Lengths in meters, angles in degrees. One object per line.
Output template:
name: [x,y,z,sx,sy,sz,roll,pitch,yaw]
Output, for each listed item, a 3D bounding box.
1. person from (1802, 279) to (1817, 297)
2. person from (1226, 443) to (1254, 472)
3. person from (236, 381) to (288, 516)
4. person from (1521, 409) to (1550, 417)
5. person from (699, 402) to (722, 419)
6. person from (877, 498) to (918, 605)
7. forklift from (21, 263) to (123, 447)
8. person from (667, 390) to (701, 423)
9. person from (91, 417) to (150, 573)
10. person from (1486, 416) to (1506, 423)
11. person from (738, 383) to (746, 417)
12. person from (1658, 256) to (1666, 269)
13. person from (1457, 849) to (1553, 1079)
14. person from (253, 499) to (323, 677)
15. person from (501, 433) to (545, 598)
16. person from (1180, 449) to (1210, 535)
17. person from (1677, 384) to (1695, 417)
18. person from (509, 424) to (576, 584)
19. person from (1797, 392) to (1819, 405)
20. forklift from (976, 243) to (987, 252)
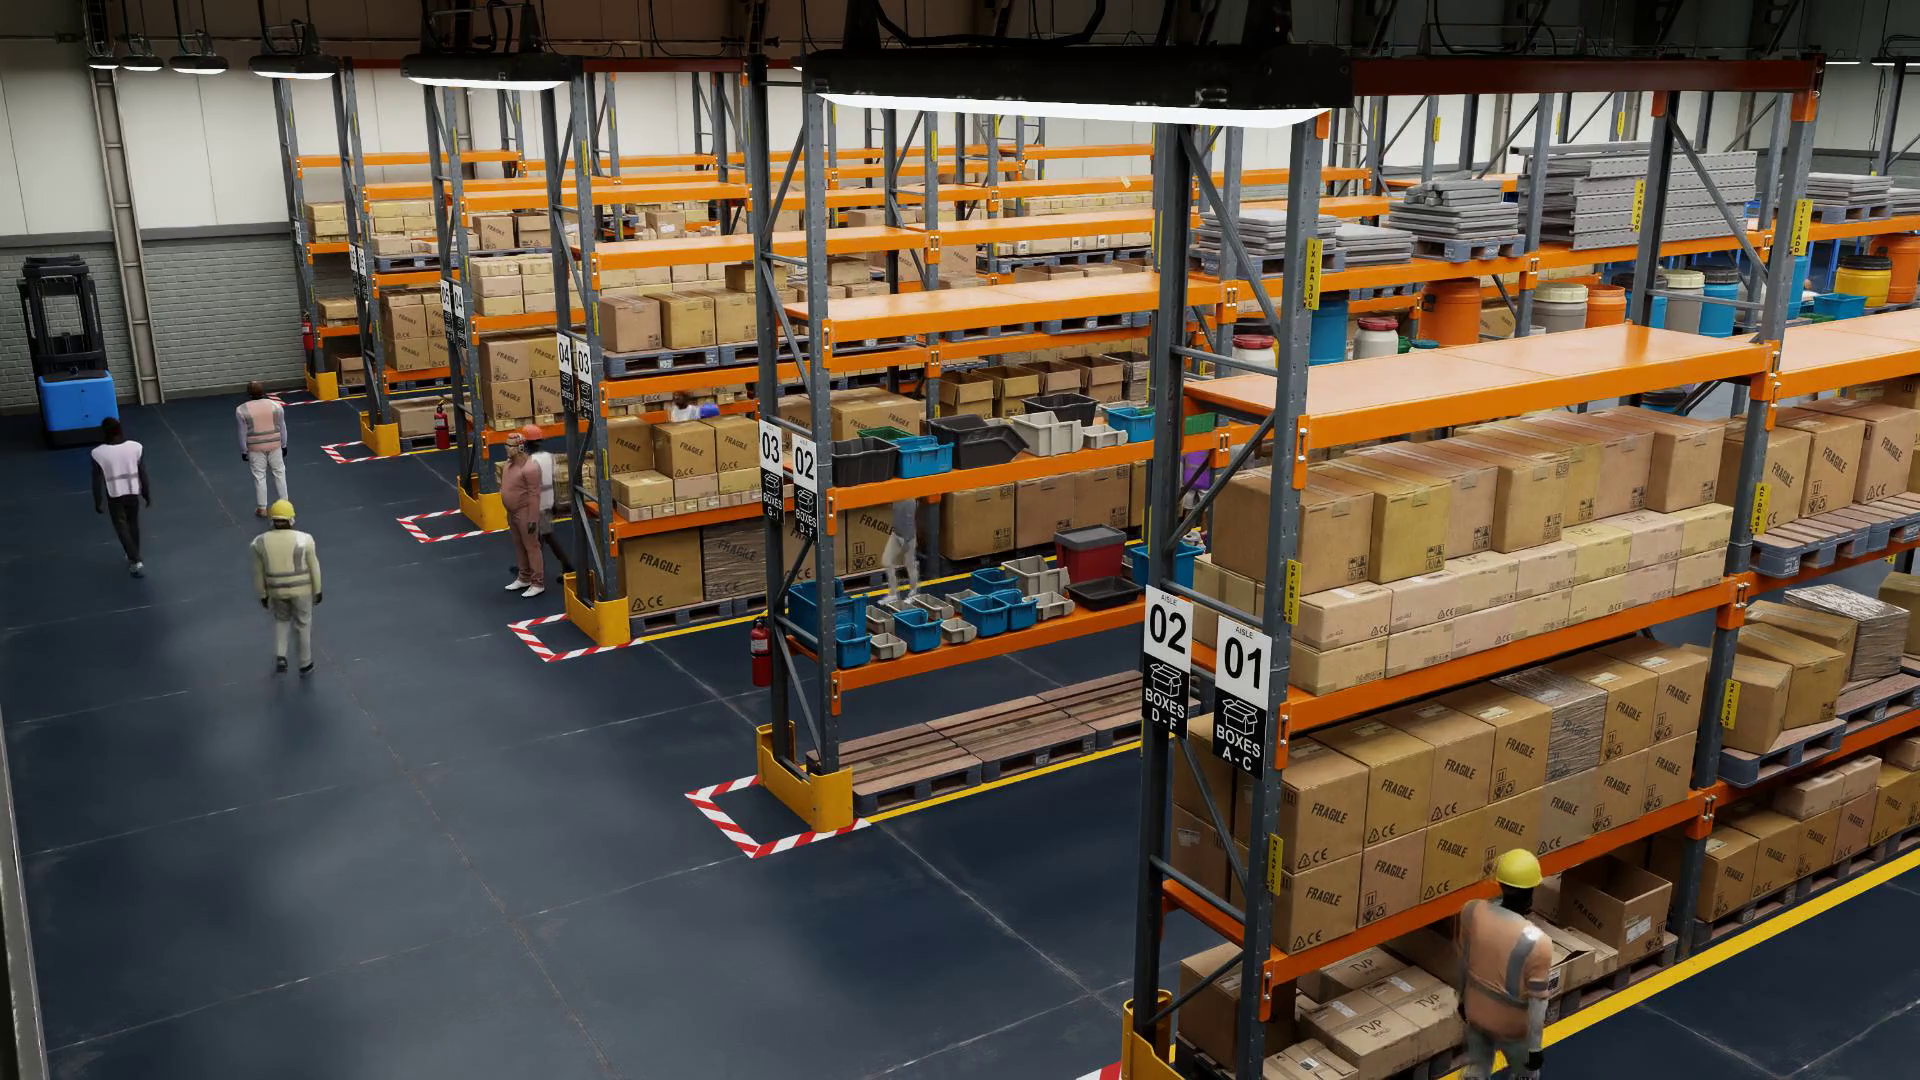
person: [17.522,-4.627,32.881,0.505,1.594,0.828,1,17,4]
person: [3.402,-0.559,19.077,0.328,1.874,0.521,-9,19,-28]
person: [-9.440,-1.251,21.391,0.627,1.847,0.429,-12,21,-35]
person: [7.616,-1.260,21.191,0.541,1.976,0.633,-11,20,-31]
person: [-3.307,-0.764,19.700,0.784,1.910,0.650,-9,19,-26]
person: [-0.720,-0.022,17.729,0.584,1.610,0.531,-11,20,-32]
forklift: [-14.518,-3.079,25.708,1.129,2.768,1.873,-10,20,-31]
person: [-3.654,-1.173,21.096,0.590,1.863,0.504,9,19,28]
person: [-10.110,-0.557,19.038,0.806,1.894,0.605,16,23,41]
person: [7.700,-1.541,22.233,0.773,1.908,0.641,-13,21,-37]
person: [-3.523,-2.500,25.249,0.392,1.986,0.610,-10,20,-30]
person: [15.630,-5.598,35.732,0.854,1.807,0.630,-2,17,-6]
person: [2.978,2.594,8.675,0.424,1.908,0.624,-10,20,-30]
person: [-6.678,0.482,15.750,0.591,1.821,0.412,-2,17,-5]
person: [-5.059,-0.302,18.166,0.408,1.913,0.643,-15,23,-41]
person: [2.955,-0.705,19.447,0.547,1.934,0.376,11,20,32]
person: [10.765,-2.008,23.737,0.594,1.922,0.382,-11,20,-32]
person: [-4.950,-0.424,18.616,0.984,1.895,0.565,5,18,15]
person: [12.599,-1.921,23.558,0.331,1.865,0.519,3,17,10]
forklift: [0.988,-5.474,34.718,1.214,2.155,2.313,-10,20,-31]
